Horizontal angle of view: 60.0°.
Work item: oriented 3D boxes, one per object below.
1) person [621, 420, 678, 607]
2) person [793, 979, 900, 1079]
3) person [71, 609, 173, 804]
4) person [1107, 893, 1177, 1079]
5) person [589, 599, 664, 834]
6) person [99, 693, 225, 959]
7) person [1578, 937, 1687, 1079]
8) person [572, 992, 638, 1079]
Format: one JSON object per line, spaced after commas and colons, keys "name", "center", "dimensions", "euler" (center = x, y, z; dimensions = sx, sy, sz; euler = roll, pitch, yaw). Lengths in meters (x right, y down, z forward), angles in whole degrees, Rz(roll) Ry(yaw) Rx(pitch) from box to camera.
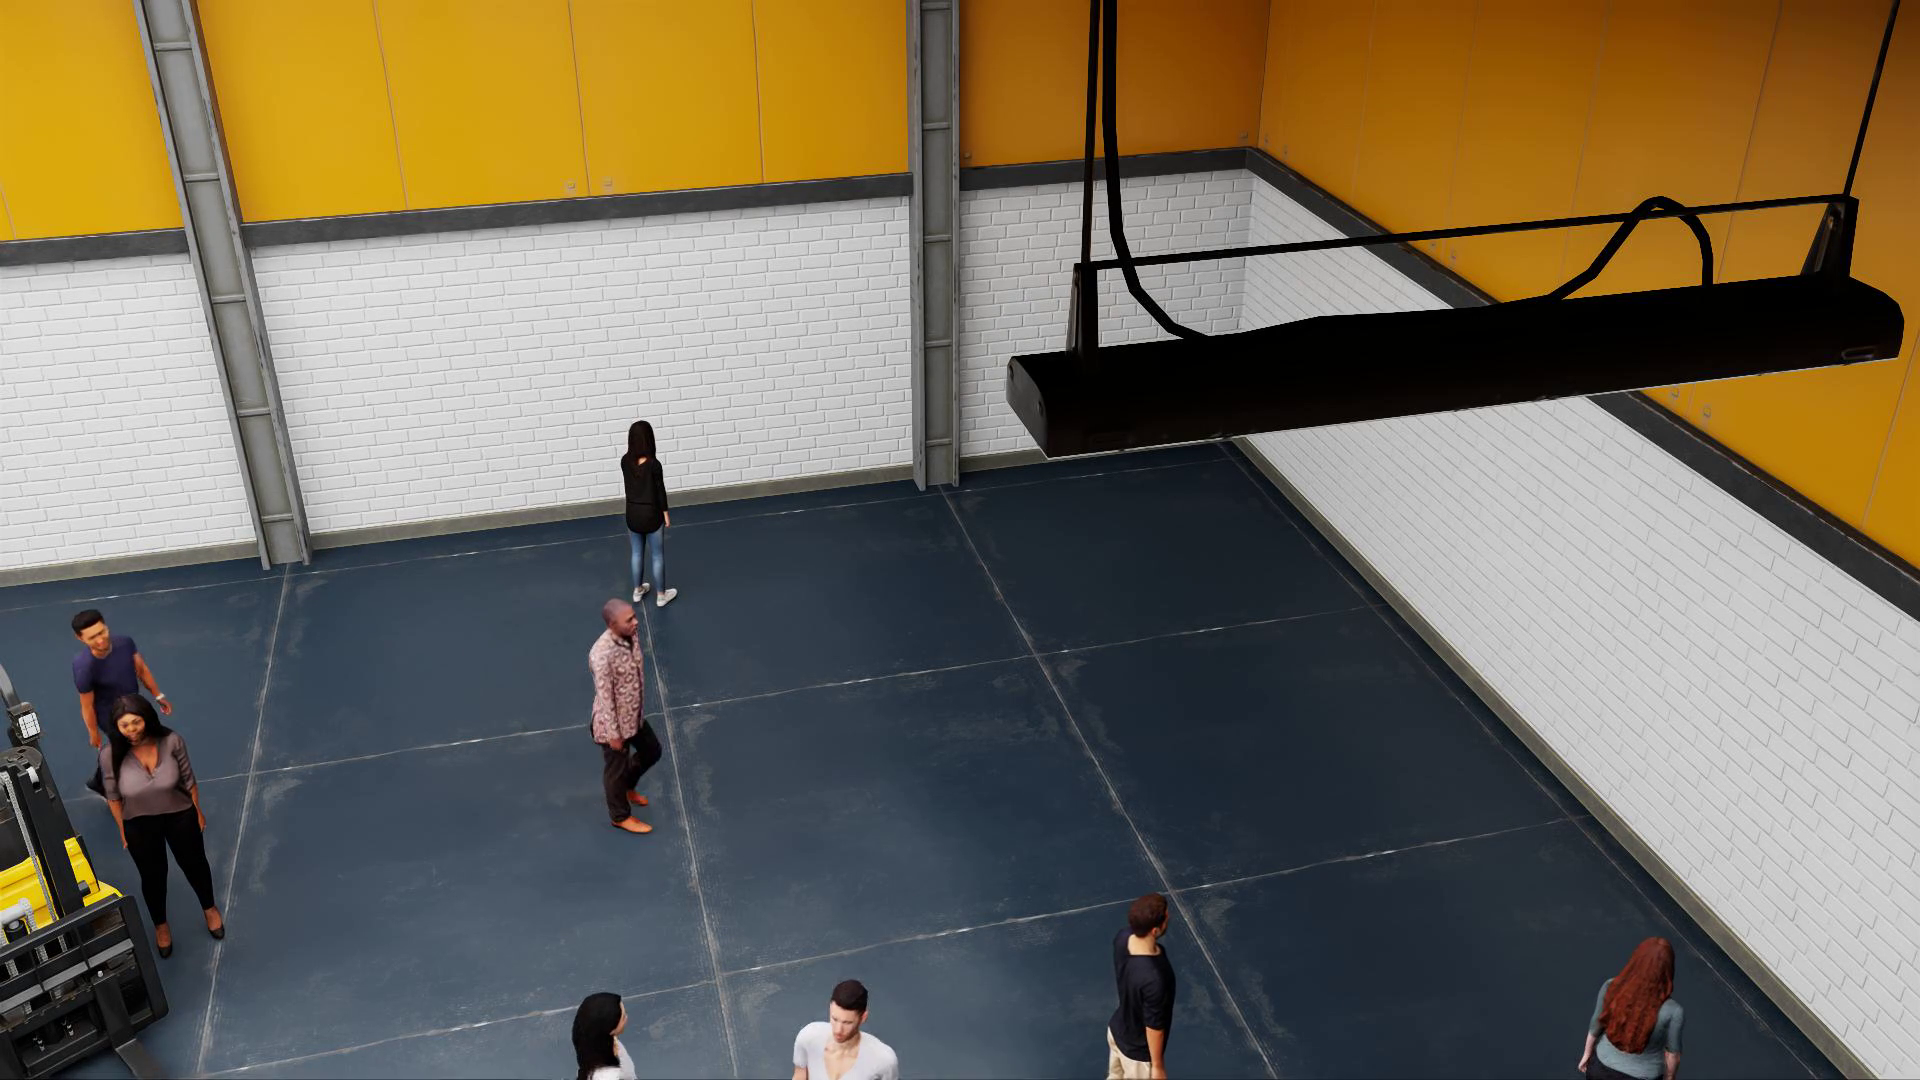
{"name": "person", "center": [-2.637, -0.225, 13.931], "dimensions": [0.623, 1.643, 0.702], "euler": [11, 30, 19]}
{"name": "person", "center": [-0.517, 2.814, 8.177], "dimensions": [1.244, 1.818, 1.250], "euler": [13, 31, 23]}
{"name": "person", "center": [-5.727, 1.189, 11.235], "dimensions": [1.261, 1.743, 1.018], "euler": [4, 29, 8]}
{"name": "person", "center": [0.904, 2.576, 8.579], "dimensions": [0.555, 1.851, 0.643], "euler": [-9, 30, -15]}
{"name": "person", "center": [-2.366, 1.174, 11.211], "dimensions": [0.869, 1.793, 0.834], "euler": [10, 30, 18]}
{"name": "person", "center": [-4.883, 1.721, 10.156], "dimensions": [0.629, 1.842, 0.770], "euler": [-16, 32, -27]}
{"name": "person", "center": [3.347, 2.736, 8.408], "dimensions": [0.797, 1.735, 0.871], "euler": [22, 35, 34]}
{"name": "person", "center": [-1.807, 2.911, 8.141], "dimensions": [0.726, 1.682, 0.629], "euler": [-9, 30, -17]}
